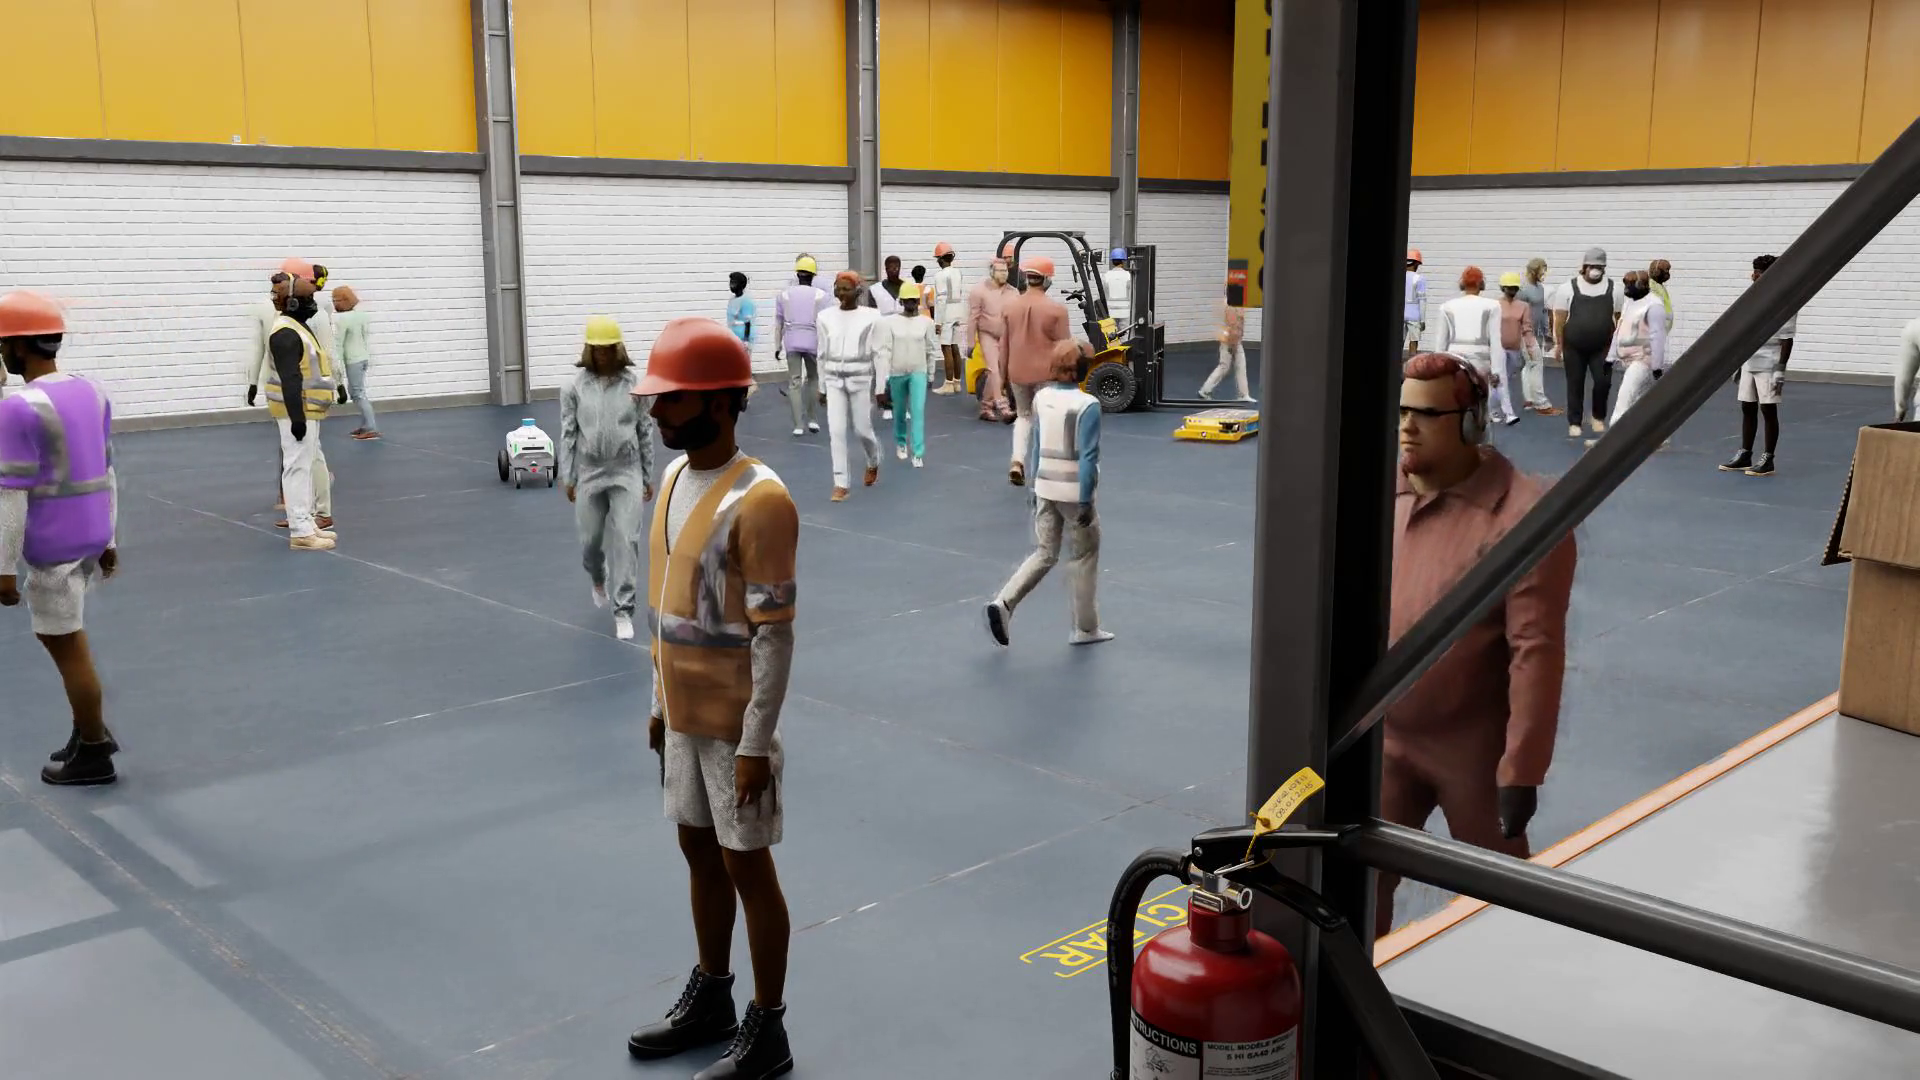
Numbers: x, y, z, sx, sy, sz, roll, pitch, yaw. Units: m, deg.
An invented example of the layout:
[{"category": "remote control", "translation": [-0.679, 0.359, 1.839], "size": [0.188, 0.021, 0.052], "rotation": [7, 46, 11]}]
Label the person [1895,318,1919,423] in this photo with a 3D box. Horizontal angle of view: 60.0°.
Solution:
[{"category": "person", "translation": [6.834, -0.906, 11.534], "size": [0.650, 1.885, 1.102], "rotation": [6, 12, 31]}]

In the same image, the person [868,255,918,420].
[{"category": "person", "translation": [-0.751, -2.325, 19.210], "size": [0.618, 1.895, 0.645], "rotation": [-2, 11, -11]}]

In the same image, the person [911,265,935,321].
[{"category": "person", "translation": [-0.615, -3.232, 24.728], "size": [0.532, 1.694, 0.320], "rotation": [4, 11, 20]}]

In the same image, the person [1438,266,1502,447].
[{"category": "person", "translation": [4.751, -1.607, 15.456], "size": [0.591, 1.835, 0.987], "rotation": [5, 12, 27]}]

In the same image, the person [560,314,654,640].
[{"category": "person", "translation": [-1.895, -0.362, 8.994], "size": [0.489, 1.725, 0.664], "rotation": [-2, 11, -11]}]

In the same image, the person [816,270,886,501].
[{"category": "person", "translation": [-0.875, -1.274, 13.600], "size": [0.583, 1.861, 0.790], "rotation": [2, 11, 13]}]

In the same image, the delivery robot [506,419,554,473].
[{"category": "delivery robot", "translation": [-3.702, -0.800, 14.307], "size": [0.477, 0.478, 0.707], "rotation": [-4, 11, -19]}]

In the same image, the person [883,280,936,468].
[{"category": "person", "translation": [-0.485, -1.572, 15.613], "size": [0.520, 1.724, 0.918], "rotation": [-1, 10, -3]}]

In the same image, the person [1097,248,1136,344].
[{"category": "person", "translation": [2.300, -3.276, 24.276], "size": [0.604, 1.942, 0.402], "rotation": [1, 10, 6]}]

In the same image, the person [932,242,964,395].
[{"category": "person", "translation": [-0.188, -2.965, 22.317], "size": [0.395, 2.039, 0.607], "rotation": [5, 12, 27]}]

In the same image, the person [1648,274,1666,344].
[{"category": "person", "translation": [9.139, -2.724, 22.168], "size": [0.526, 1.596, 0.777], "rotation": [5, 12, 25]}]

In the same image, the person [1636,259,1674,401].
[{"category": "person", "translation": [8.537, -2.527, 20.472], "size": [0.429, 1.839, 0.634], "rotation": [7, 13, 34]}]

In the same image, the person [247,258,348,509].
[{"category": "person", "translation": [-5.245, -1.260, 13.277], "size": [0.675, 1.944, 0.983], "rotation": [3, 11, 14]}]

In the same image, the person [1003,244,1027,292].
[{"category": "person", "translation": [0.726, -3.346, 24.517], "size": [0.376, 1.995, 0.612], "rotation": [-10, 14, -42]}]

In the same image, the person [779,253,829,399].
[{"category": "person", "translation": [-2.057, -2.740, 21.485], "size": [0.656, 1.890, 0.995], "rotation": [10, 14, 43]}]

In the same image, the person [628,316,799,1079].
[{"category": "person", "translation": [-0.622, 0.419, 4.142], "size": [0.355, 1.938, 0.545], "rotation": [-8, 13, -39]}]

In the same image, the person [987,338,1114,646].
[{"category": "person", "translation": [0.483, -0.225, 8.546], "size": [0.690, 1.617, 0.521], "rotation": [-7, 13, -35]}]

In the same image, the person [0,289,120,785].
[{"category": "person", "translation": [-3.522, 0.012, 6.386], "size": [0.496, 1.924, 0.569], "rotation": [1, 10, 3]}]

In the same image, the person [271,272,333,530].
[{"category": "person", "translation": [-4.767, -0.988, 11.995], "size": [0.334, 1.873, 0.517], "rotation": [-10, 14, -44]}]

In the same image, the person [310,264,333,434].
[{"category": "person", "translation": [-6.905, -1.988, 17.559], "size": [0.592, 1.825, 0.621], "rotation": [0, 10, -2]}]

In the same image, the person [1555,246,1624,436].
[{"category": "person", "translation": [6.649, -2.106, 17.629], "size": [0.689, 2.000, 0.539], "rotation": [3, 11, 15]}]

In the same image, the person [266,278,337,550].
[{"category": "person", "translation": [-4.496, -0.860, 11.379], "size": [0.430, 1.845, 0.624], "rotation": [-3, 11, -14]}]

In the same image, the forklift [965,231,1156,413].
[{"category": "forklift", "translation": [1.222, -2.721, 20.561], "size": [2.313, 2.155, 1.214], "rotation": [2, 11, 13]}]

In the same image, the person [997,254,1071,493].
[{"category": "person", "translation": [0.637, -1.373, 13.798], "size": [0.643, 1.974, 0.442], "rotation": [5, 11, 24]}]

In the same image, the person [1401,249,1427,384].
[{"category": "person", "translation": [6.418, -3.170, 23.733], "size": [0.366, 1.930, 0.542], "rotation": [-10, 14, -43]}]

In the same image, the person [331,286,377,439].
[{"category": "person", "translation": [-6.323, -1.838, 17.336], "size": [0.409, 1.609, 0.533], "rotation": [0, 10, 1]}]

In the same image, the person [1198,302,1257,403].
[{"category": "person", "translation": [3.411, -2.537, 21.171], "size": [0.709, 1.600, 0.559], "rotation": [5, 12, 27]}]

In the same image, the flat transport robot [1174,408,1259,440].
[{"category": "flat transport robot", "translation": [2.852, -1.247, 17.771], "size": [0.652, 0.197, 1.431], "rotation": [6, 12, 28]}]

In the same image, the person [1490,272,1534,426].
[{"category": "person", "translation": [6.174, -2.148, 18.711], "size": [0.547, 1.712, 0.895], "rotation": [-2, 11, -11]}]

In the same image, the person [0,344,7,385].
[{"category": "person", "translation": [-9.335, -1.635, 15.679], "size": [0.576, 1.818, 0.859], "rotation": [-1, 10, -6]}]

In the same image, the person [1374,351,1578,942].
[{"category": "person", "translation": [1.212, 0.458, 4.149], "size": [0.986, 1.866, 0.676], "rotation": [-9, 14, -40]}]

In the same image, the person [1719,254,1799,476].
[{"category": "person", "translation": [7.141, -1.556, 14.830], "size": [0.369, 1.967, 0.600], "rotation": [-3, 11, -14]}]

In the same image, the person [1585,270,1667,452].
[{"category": "person", "translation": [6.559, -1.738, 16.303], "size": [0.952, 1.787, 0.639], "rotation": [0, 10, -1]}]

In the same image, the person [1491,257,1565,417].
[{"category": "person", "translation": [6.756, -2.428, 19.872], "size": [1.014, 1.884, 0.616], "rotation": [7, 13, 35]}]

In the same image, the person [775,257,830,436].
[{"category": "person", "translation": [-1.693, -2.081, 17.909], "size": [0.610, 1.891, 0.794], "rotation": [0, 10, -3]}]

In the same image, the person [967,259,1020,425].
[{"category": "person", "translation": [0.472, -2.228, 18.770], "size": [0.674, 1.855, 0.995], "rotation": [-7, 12, -32]}]

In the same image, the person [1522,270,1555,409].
[{"category": "person", "translation": [7.105, -2.554, 20.689], "size": [0.492, 1.814, 1.012], "rotation": [2, 11, 12]}]

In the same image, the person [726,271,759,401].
[{"category": "person", "translation": [-2.725, -2.493, 20.679], "size": [0.389, 1.684, 0.550], "rotation": [-7, 13, -34]}]
